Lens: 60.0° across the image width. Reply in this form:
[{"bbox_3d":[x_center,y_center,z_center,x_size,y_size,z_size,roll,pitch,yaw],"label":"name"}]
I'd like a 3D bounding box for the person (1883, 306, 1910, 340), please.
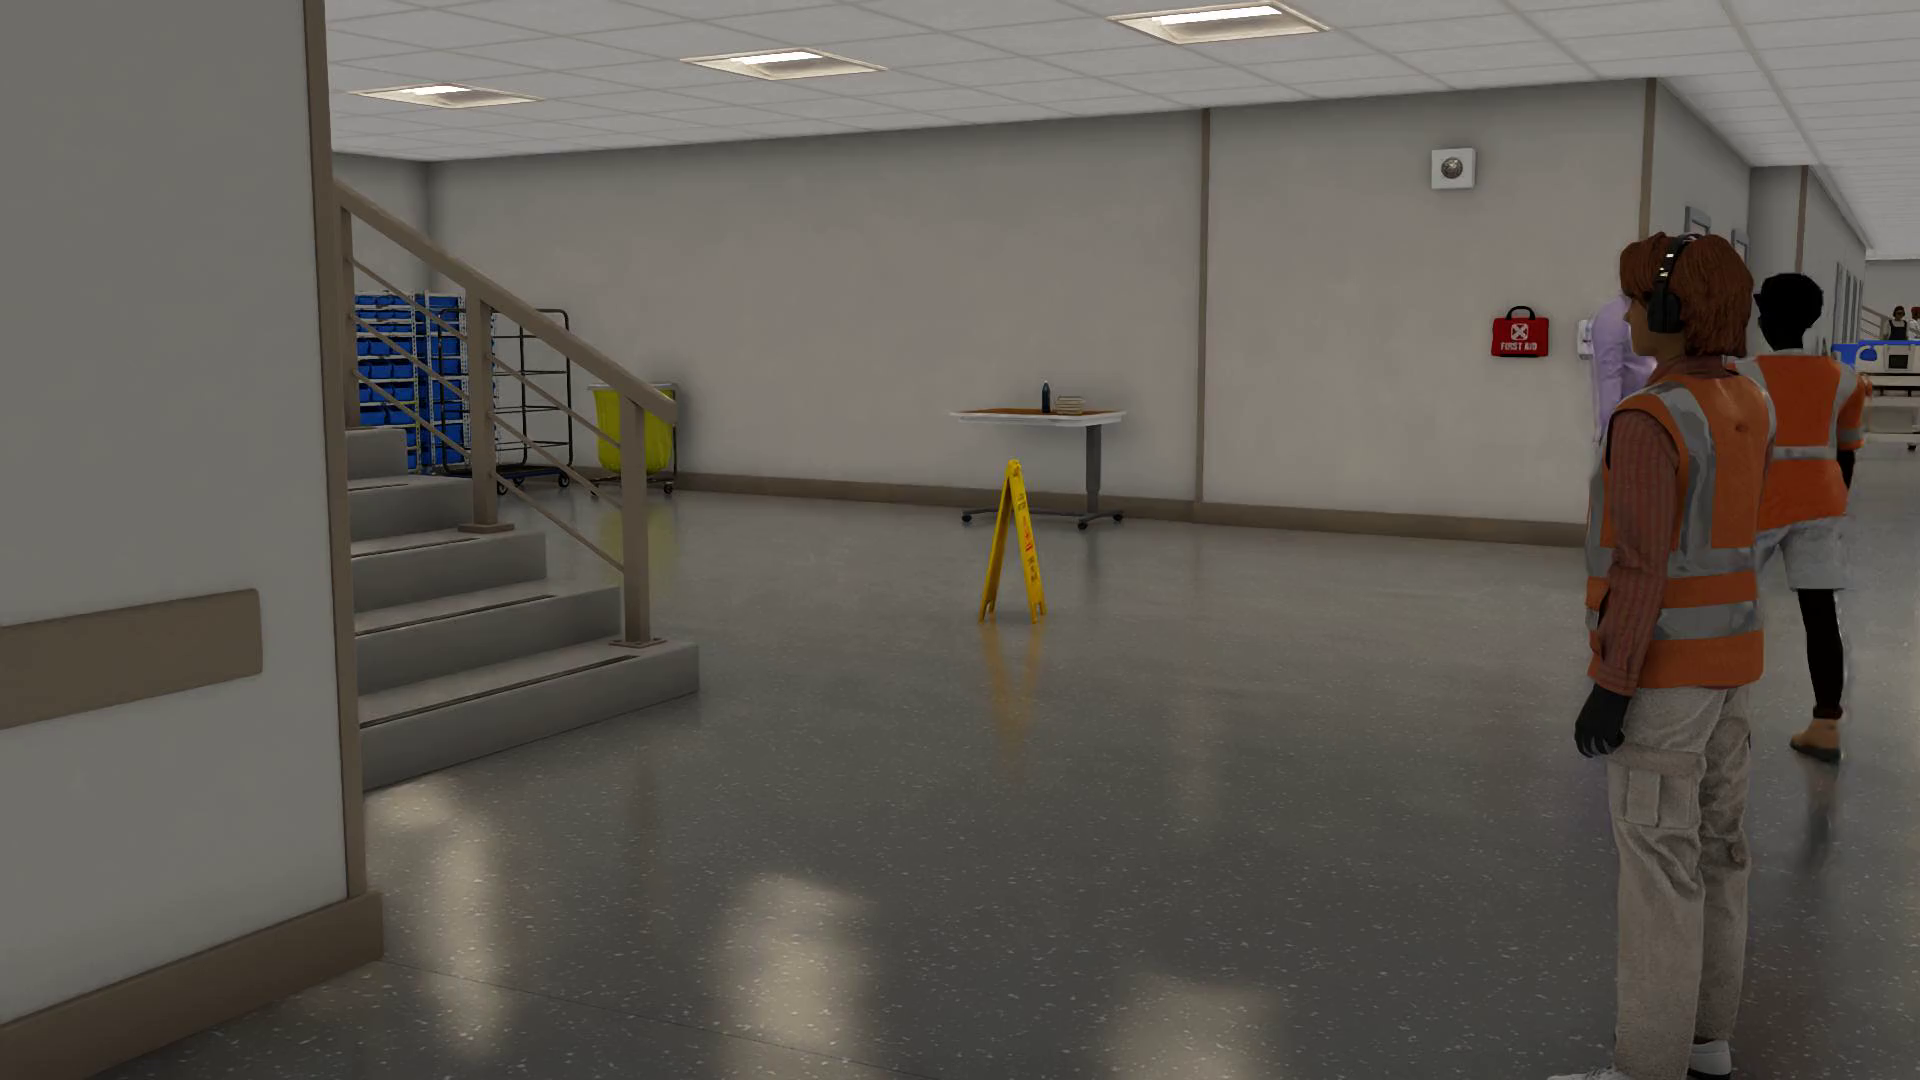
[{"bbox_3d":[19.230,-3.876,34.171,0.520,1.846,0.378,1,7,6],"label":"person"}]

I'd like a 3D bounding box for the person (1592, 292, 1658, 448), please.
[{"bbox_3d":[3.683,-0.632,8.963,0.640,1.896,0.418,-3,8,-24],"label":"person"}]

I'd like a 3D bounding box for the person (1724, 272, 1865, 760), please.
[{"bbox_3d":[2.876,-0.108,5.856,0.552,1.642,0.885,0,7,0],"label":"person"}]

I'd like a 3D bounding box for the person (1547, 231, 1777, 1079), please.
[{"bbox_3d":[1.324,0.257,3.100,0.514,1.642,0.310,-7,10,-43],"label":"person"}]
